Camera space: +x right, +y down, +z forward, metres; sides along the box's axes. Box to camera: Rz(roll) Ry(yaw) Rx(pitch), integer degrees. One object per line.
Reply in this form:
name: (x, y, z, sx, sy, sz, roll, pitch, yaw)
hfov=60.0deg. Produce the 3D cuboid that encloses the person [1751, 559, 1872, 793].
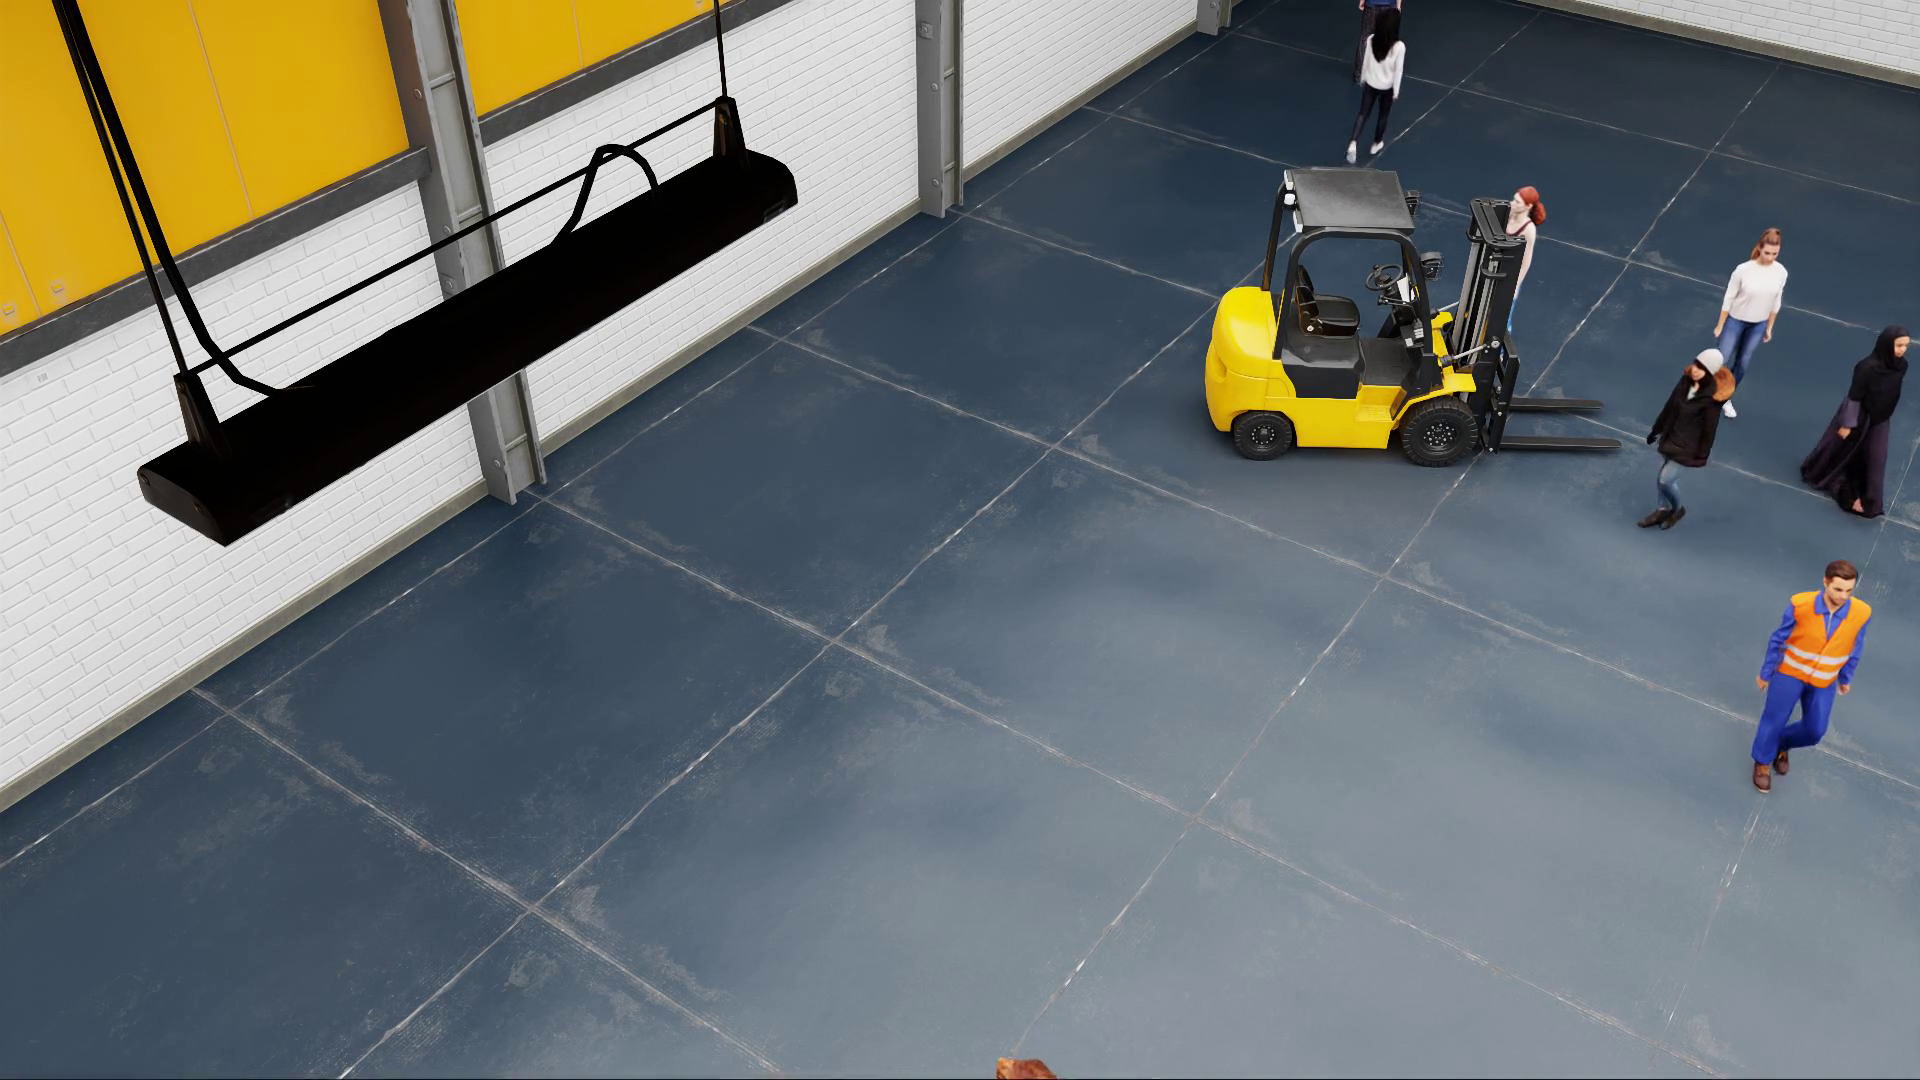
person: (5.376, 0.813, 10.607, 0.836, 1.855, 0.841, 9, 39, 11)

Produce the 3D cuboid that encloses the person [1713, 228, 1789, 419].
person: (6.624, -1.825, 14.015, 0.704, 1.724, 0.720, 3, 39, 4)

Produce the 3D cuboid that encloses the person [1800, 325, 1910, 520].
person: (7.074, -1.019, 13.100, 1.085, 1.606, 1.161, -5, 39, -6)

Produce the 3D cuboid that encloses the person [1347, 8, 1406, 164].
person: (4.450, -4.845, 17.836, 0.627, 1.675, 1.005, 23, 44, 26)

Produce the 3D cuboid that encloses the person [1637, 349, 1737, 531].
person: (5.600, -0.768, 12.772, 0.808, 1.624, 0.755, -10, 40, -12)

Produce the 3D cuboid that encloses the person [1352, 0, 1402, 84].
person: (4.920, -6.261, 19.451, 0.705, 1.871, 0.606, 15, 41, 18)
